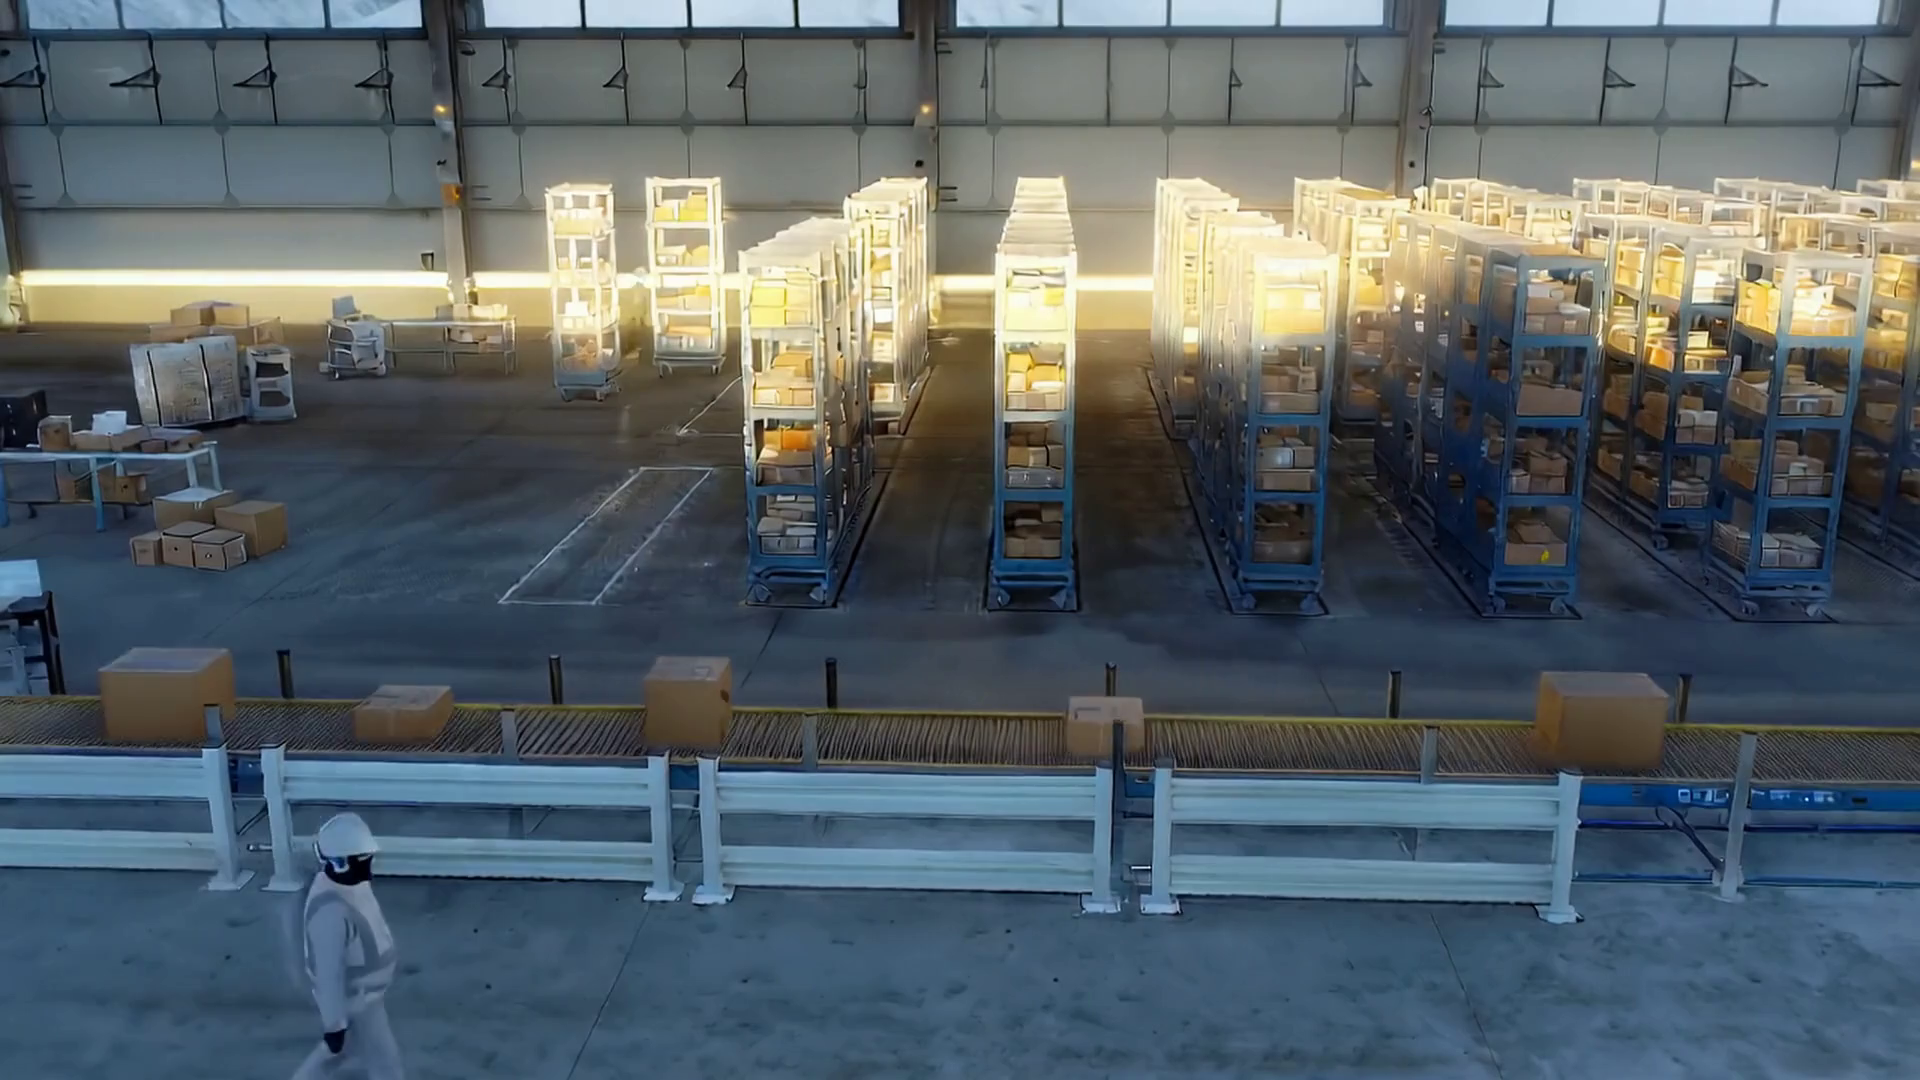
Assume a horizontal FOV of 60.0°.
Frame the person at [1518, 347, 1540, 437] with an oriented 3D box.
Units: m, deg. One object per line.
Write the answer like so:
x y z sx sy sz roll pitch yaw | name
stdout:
7.098 -1.491 21.276 0.637 2.003 0.941 0 15 -2 | person

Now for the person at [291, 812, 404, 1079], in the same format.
-3.033 2.171 8.082 0.823 1.808 0.604 -3 15 -12 | person

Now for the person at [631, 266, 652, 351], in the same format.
-6.475 -4.671 33.589 0.457 1.728 0.576 -1 15 -5 | person

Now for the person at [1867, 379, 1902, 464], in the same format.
13.034 -1.969 23.170 0.776 1.943 0.481 -6 16 -21 | person
